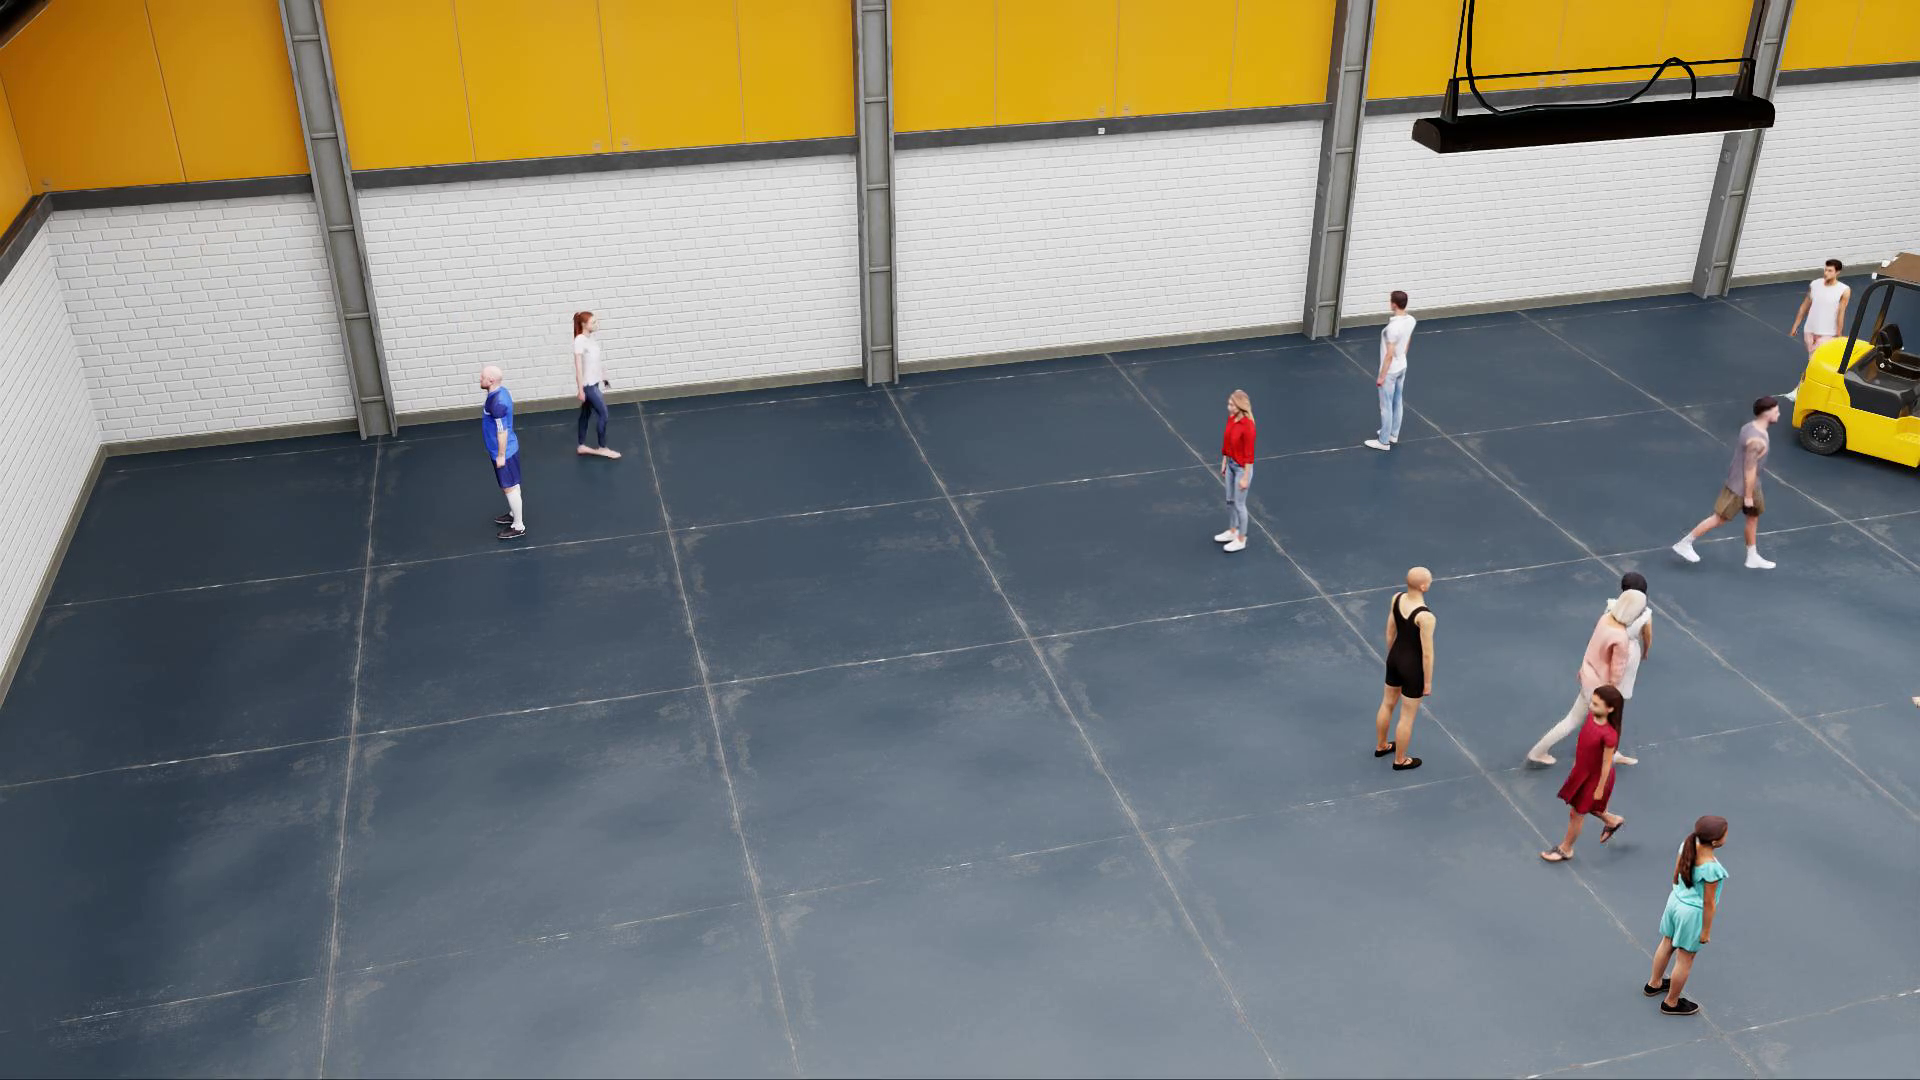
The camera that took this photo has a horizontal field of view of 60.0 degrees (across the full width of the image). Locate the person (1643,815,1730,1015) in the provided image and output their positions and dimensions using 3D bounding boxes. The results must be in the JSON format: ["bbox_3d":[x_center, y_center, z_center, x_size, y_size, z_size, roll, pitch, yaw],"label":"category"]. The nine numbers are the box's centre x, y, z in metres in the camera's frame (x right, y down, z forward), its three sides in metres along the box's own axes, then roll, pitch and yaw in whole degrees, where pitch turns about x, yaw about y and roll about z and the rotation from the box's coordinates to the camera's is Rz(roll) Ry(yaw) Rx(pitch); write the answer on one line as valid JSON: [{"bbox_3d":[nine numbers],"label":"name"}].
[{"bbox_3d":[4.830,2.454,11.013,0.515,1.558,0.543,-6,29,-12],"label":"person"}]

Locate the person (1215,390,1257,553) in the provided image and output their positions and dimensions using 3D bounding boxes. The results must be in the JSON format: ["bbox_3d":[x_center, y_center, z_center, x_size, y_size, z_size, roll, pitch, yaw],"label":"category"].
[{"bbox_3d":[2.792,-0.707,16.659,0.574,1.700,0.654,-12,31,-21],"label":"person"}]

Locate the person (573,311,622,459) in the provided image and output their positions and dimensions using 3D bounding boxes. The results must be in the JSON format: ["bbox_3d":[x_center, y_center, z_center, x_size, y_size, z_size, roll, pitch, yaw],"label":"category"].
[{"bbox_3d":[-4.218,-1.715,18.490,0.805,1.716,0.667,-1,29,-2],"label":"person"}]

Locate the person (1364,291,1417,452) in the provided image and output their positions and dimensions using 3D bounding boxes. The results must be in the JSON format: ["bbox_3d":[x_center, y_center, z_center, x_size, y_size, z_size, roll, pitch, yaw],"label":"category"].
[{"bbox_3d":[4.882,-1.920,18.720,0.792,1.856,0.684,23,36,35],"label":"person"}]

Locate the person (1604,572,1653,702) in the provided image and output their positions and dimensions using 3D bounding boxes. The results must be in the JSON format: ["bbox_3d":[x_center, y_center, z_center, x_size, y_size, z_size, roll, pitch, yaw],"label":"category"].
[{"bbox_3d":[5.413,1.005,13.695,0.777,1.533,0.837,18,33,29],"label":"person"}]

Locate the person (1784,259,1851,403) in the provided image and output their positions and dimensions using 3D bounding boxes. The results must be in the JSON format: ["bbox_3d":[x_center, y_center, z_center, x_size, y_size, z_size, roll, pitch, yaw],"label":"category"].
[{"bbox_3d":[10.374,-2.521,19.934,1.095,1.748,0.847,-16,32,-27],"label":"person"}]

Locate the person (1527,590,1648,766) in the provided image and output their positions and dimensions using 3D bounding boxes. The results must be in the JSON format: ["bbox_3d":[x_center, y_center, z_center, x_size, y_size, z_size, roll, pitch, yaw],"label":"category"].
[{"bbox_3d":[5.009,1.142,13.303,1.204,1.668,0.874,1,29,2],"label":"person"}]

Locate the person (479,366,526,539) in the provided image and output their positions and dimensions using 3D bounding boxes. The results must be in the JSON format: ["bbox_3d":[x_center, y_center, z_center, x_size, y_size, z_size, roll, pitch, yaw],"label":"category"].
[{"bbox_3d":[-4.650,-0.923,16.908,0.561,1.842,0.664,-8,30,-15],"label":"person"}]

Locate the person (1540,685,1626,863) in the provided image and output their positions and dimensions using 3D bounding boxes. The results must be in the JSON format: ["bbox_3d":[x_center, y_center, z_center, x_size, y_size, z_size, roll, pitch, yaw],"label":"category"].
[{"bbox_3d":[4.760,1.736,12.352,0.897,1.537,0.579,-5,29,-9],"label":"person"}]

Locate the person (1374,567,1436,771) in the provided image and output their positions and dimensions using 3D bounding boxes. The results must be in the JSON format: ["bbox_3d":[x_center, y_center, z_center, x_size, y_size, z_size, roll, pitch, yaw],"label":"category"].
[{"bbox_3d":[3.585,1.018,13.377,0.583,1.815,0.688,-14,31,-23],"label":"person"}]

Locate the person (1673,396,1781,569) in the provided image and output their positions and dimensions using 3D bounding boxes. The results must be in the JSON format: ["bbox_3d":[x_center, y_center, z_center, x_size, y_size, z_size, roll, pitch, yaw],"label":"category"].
[{"bbox_3d":[7.485,-0.538,16.120,1.284,1.810,1.091,10,30,17],"label":"person"}]
